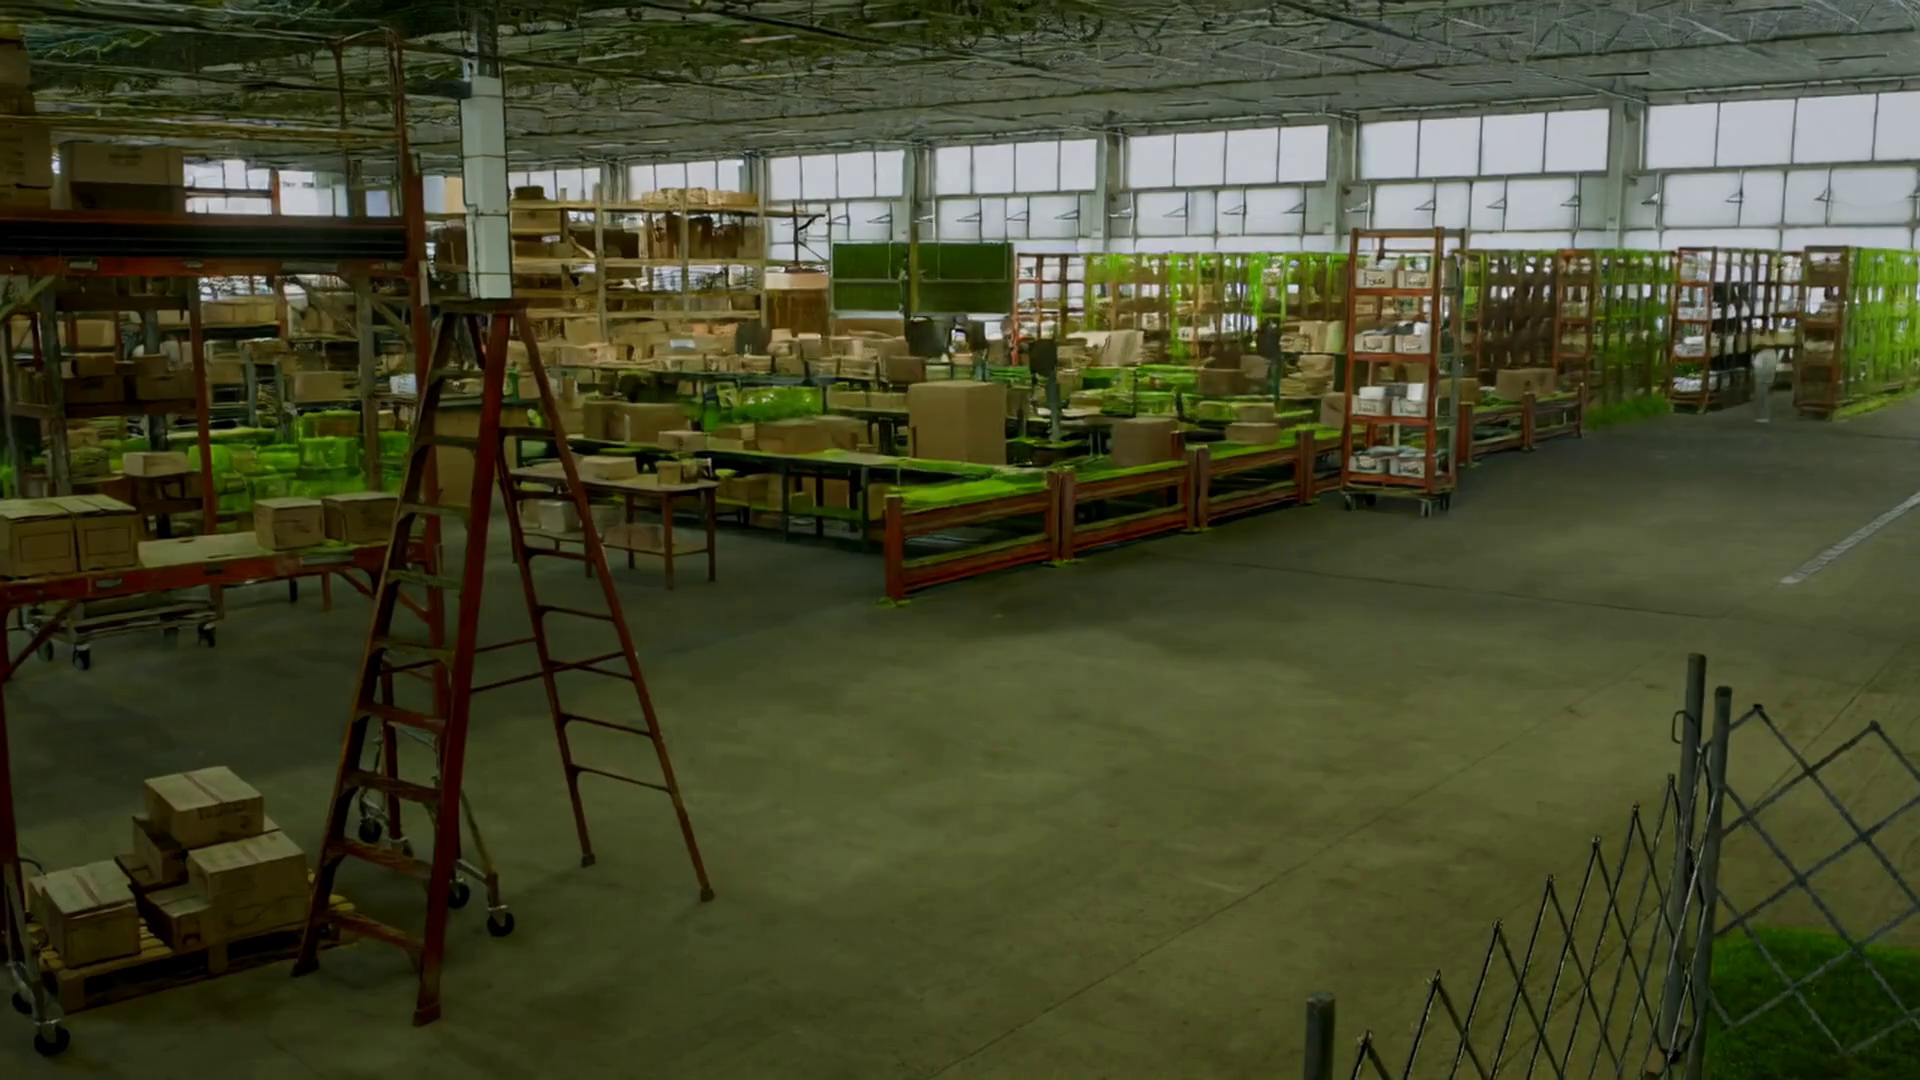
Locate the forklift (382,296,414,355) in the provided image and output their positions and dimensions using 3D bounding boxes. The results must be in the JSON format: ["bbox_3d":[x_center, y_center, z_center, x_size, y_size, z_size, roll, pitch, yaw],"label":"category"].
[{"bbox_3d":[-16.320,-6.402,49.991,1.129,2.768,1.873,7,11,37],"label":"forklift"}]

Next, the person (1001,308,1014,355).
[{"bbox_3d":[1.739,-7.713,61.708,0.489,1.743,0.323,2,9,14],"label":"person"}]

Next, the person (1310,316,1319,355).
[{"bbox_3d":[10.143,-5.497,47.169,0.622,1.961,0.863,6,11,34],"label":"person"}]

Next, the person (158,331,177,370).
[{"bbox_3d":[-19.057,-4.149,39.756,0.539,1.651,0.872,8,12,40],"label":"person"}]

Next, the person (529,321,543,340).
[{"bbox_3d":[-12.598,-5.667,49.326,0.523,1.625,0.383,2,9,11],"label":"person"}]

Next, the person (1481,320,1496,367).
[{"bbox_3d":[14.484,-5.157,45.501,0.505,1.826,0.579,8,12,41],"label":"person"}]

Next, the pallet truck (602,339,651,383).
[{"bbox_3d":[-8.991,-4.871,45.351,0.653,1.274,1.630,7,11,37],"label":"pallet truck"}]

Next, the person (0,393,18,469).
[{"bbox_3d":[-12.083,-1.245,21.056,0.548,1.838,0.577,6,11,33],"label":"person"}]

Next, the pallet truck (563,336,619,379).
[{"bbox_3d":[-10.690,-5.294,48.215,1.601,1.201,0.680,-5,10,-26],"label":"pallet truck"}]

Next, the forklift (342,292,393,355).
[{"bbox_3d":[-16.485,-5.622,45.120,1.129,2.768,1.873,7,11,37],"label":"forklift"}]

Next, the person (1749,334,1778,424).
[{"bbox_3d":[16.267,-3.250,33.639,0.422,1.818,0.594,0,9,-3],"label":"person"}]

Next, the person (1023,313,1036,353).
[{"bbox_3d":[2.300,-6.100,51.188,0.673,1.881,0.785,3,10,19],"label":"person"}]
